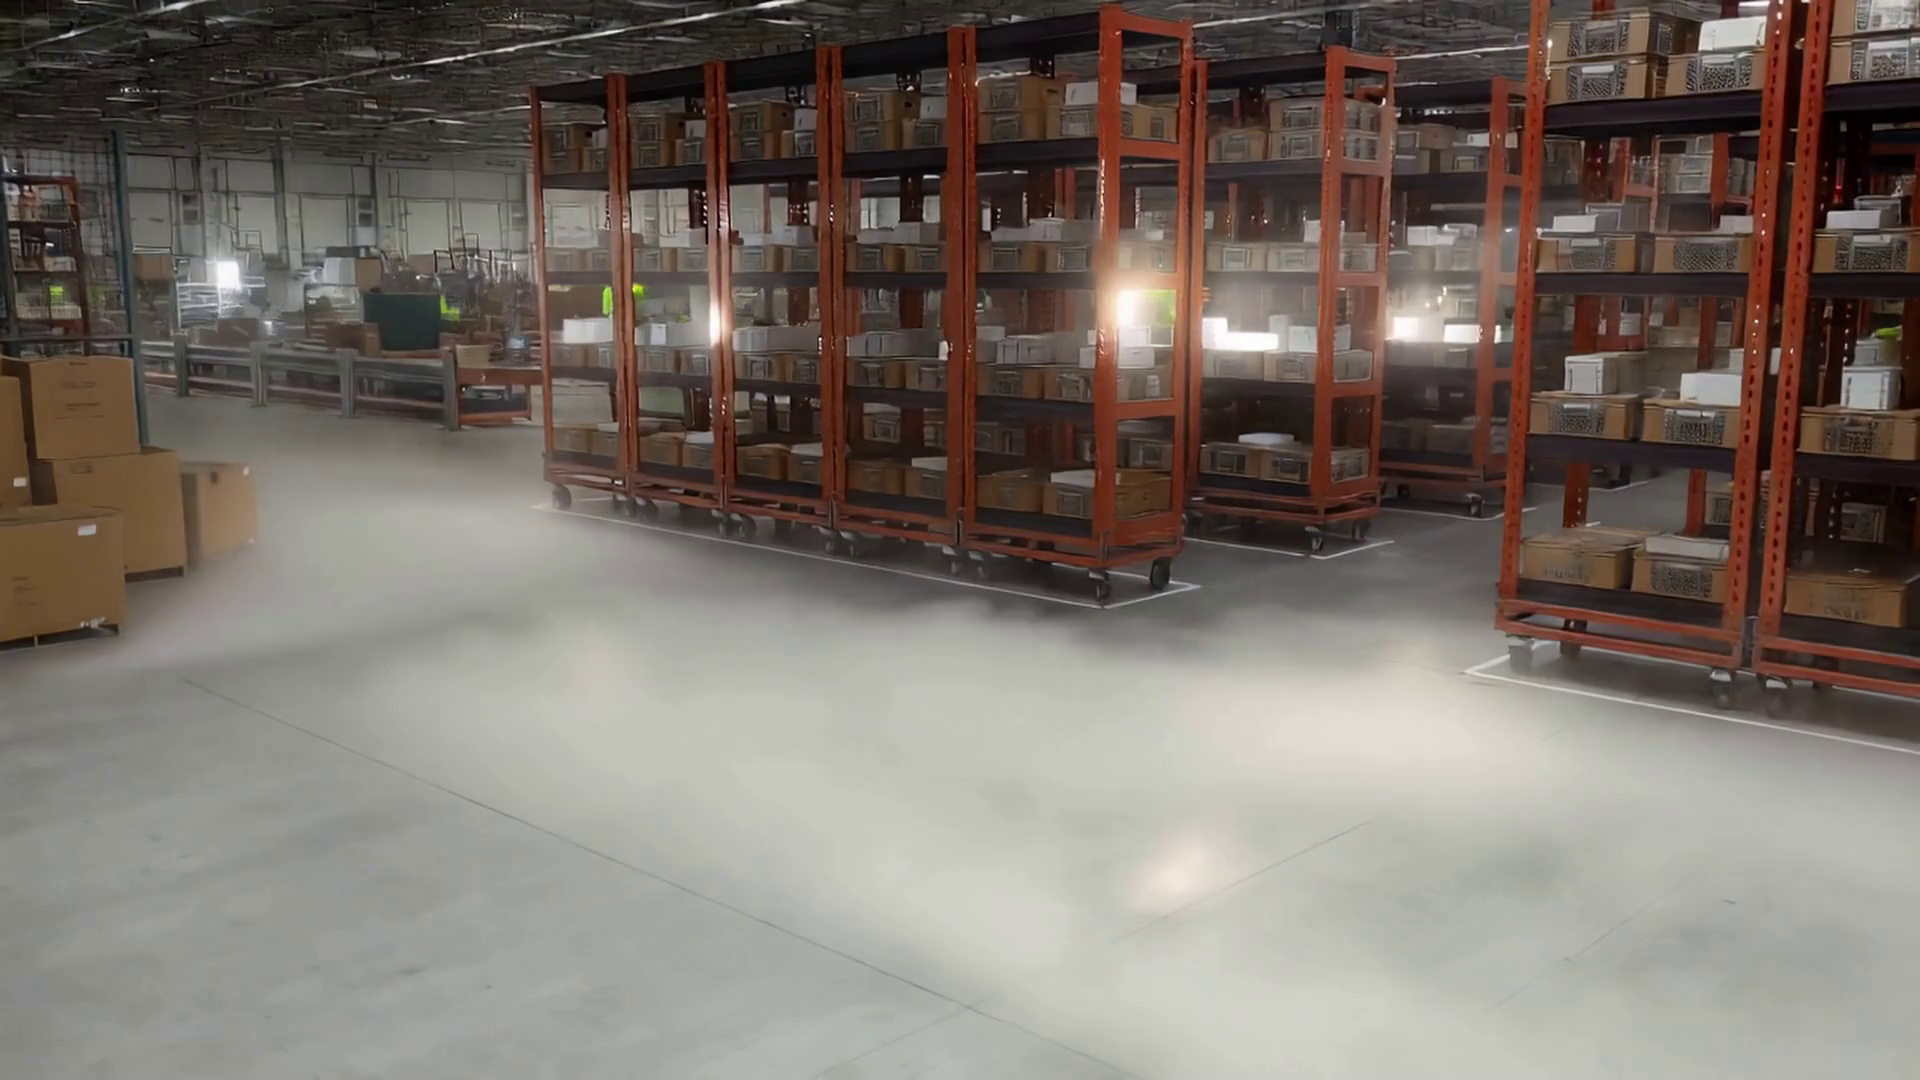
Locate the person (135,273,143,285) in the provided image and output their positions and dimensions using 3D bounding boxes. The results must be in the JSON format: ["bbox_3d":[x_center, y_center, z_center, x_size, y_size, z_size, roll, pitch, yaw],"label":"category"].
[{"bbox_3d":[-42.605,-12.931,86.406,0.623,1.844,0.429,6,11,31],"label":"person"}]

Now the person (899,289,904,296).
[{"bbox_3d":[-2.039,-8.407,58.795,0.852,1.795,0.626,7,11,35],"label":"person"}]

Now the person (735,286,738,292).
[{"bbox_3d":[-10.989,-12.009,80.670,0.965,1.902,0.653,7,12,37],"label":"person"}]

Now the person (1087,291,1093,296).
[{"bbox_3d":[4.319,-7.638,54.710,0.839,1.596,0.507,7,11,36],"label":"person"}]

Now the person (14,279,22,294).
[{"bbox_3d":[-36.726,-9.339,64.793,0.638,1.706,0.511,0,9,3],"label":"person"}]

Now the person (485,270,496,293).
[{"bbox_3d":[-24.153,-12.838,85.228,0.792,2.000,0.713,-5,10,-27],"label":"person"}]

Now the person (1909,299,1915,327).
[{"bbox_3d":[12.272,-2.392,21.316,0.395,1.994,0.612,5,11,30],"label":"person"}]

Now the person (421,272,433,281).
[{"bbox_3d":[-27.850,-13.035,86.942,0.632,1.891,1.064,-7,11,-36],"label":"person"}]

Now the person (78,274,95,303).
[{"bbox_3d":[-28.936,-7.865,55.123,0.648,1.914,0.601,8,12,41],"label":"person"}]

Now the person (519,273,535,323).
[{"bbox_3d":[-15.378,-8.507,59.045,0.553,1.922,0.729,9,13,44],"label":"person"}]

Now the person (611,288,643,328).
[{"bbox_3d":[-7.178,-4.746,36.107,0.679,1.868,0.905,-8,12,-39],"label":"person"}]

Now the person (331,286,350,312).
[{"bbox_3d":[-12.059,-4.227,32.546,0.602,2.016,0.756,-2,9,-11],"label":"person"}]

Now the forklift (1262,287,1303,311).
[{"bbox_3d":[10.769,-8.203,54.240,1.129,2.768,1.873,8,12,42],"label":"forklift"}]

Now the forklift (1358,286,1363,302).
[{"bbox_3d":[11.100,-7.017,46.970,1.873,2.768,1.129,9,13,43],"label":"forklift"}]

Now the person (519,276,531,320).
[{"bbox_3d":[-17.496,-9.767,67.003,0.586,1.851,0.448,-5,10,-27],"label":"person"}]

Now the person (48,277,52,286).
[{"bbox_3d":[-42.307,-11.438,77.215,0.503,1.858,0.526,-6,11,-31],"label":"person"}]
